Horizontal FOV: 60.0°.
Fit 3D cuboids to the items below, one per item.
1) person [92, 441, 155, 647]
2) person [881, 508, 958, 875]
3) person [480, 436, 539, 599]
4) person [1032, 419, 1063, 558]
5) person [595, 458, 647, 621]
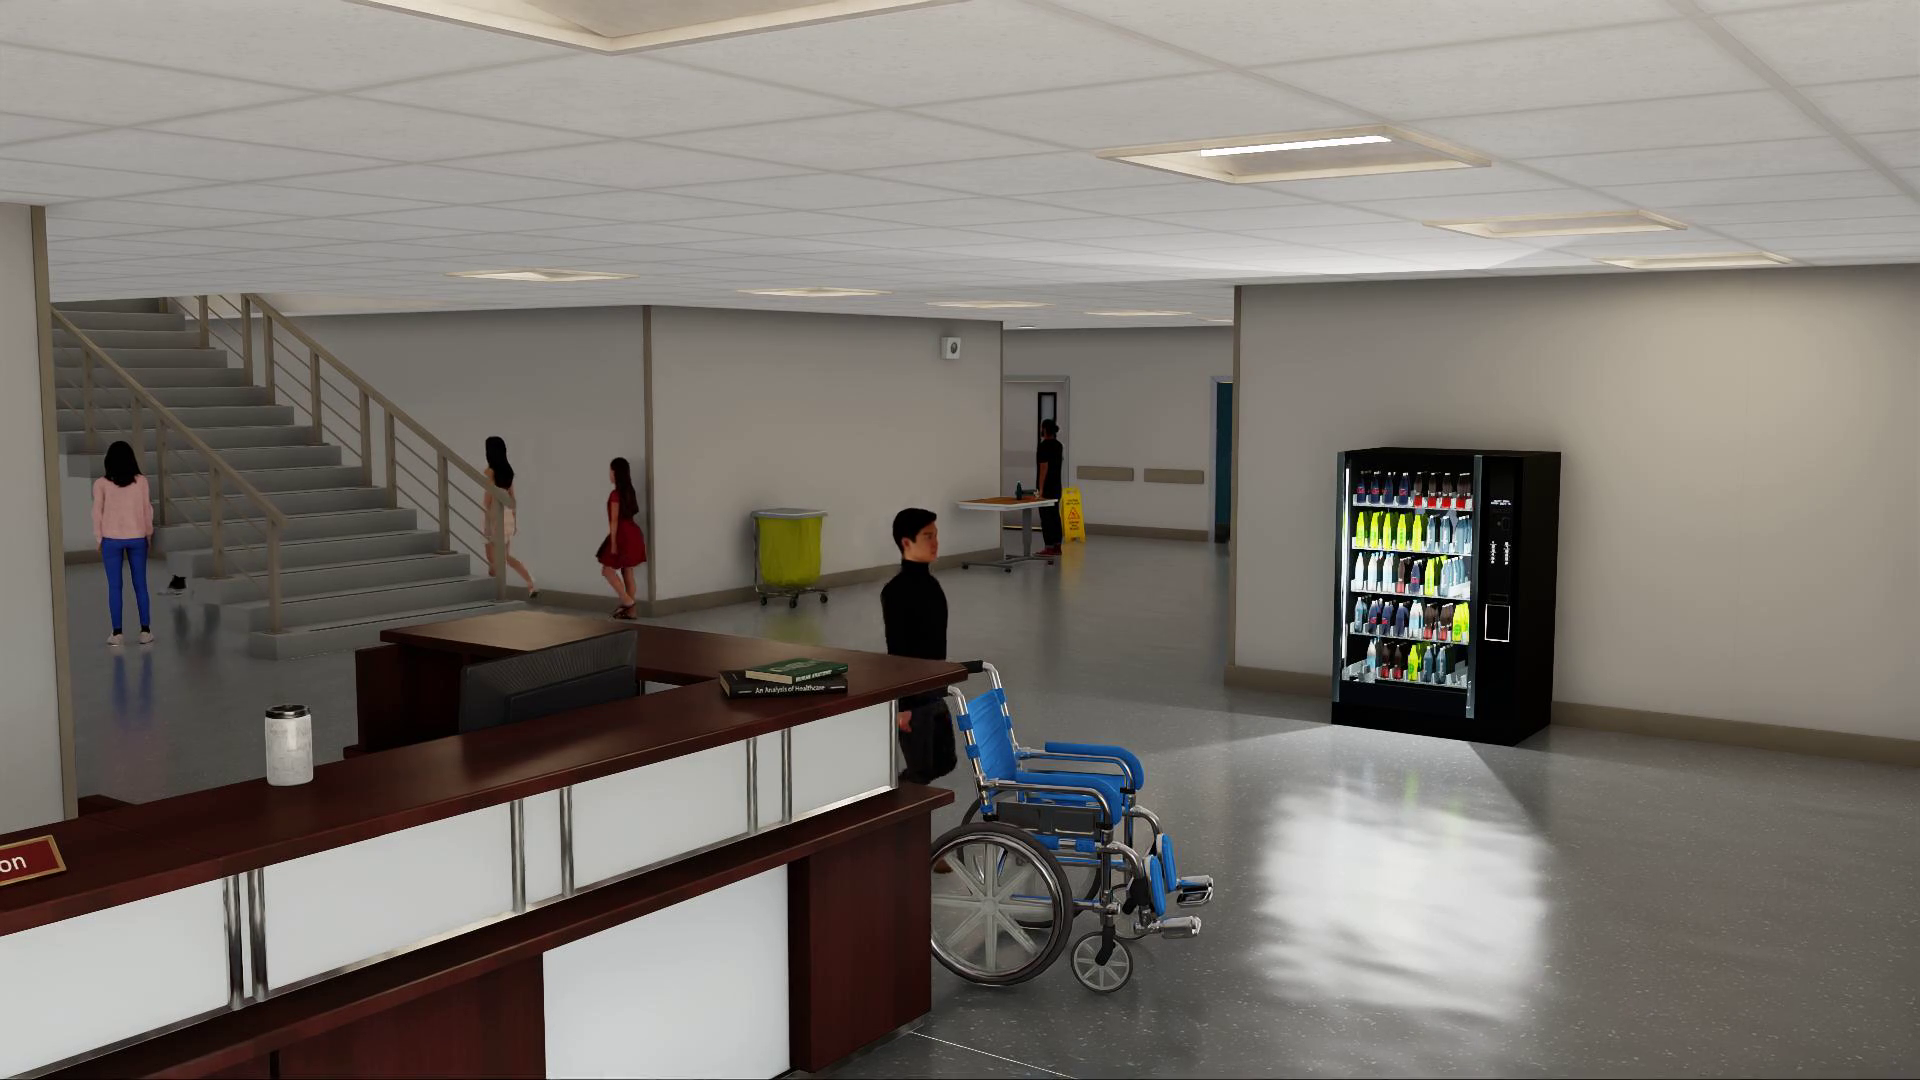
[{"bbox_3d":[-7.241,0.020,14.414,0.714,1.770,0.684,-4,7,-32],"label":"person"},{"bbox_3d":[-0.255,0.710,7.855,0.858,1.709,0.724,3,6,25],"label":"person"},{"bbox_3d":[-4.432,-0.138,16.232,0.914,1.721,0.659,3,6,25],"label":"person"},{"bbox_3d":[1.143,-0.670,21.340,0.532,1.757,0.630,4,7,33],"label":"person"},{"bbox_3d":[-3.125,-0.002,15.781,0.704,1.539,0.609,2,6,21],"label":"person"}]
